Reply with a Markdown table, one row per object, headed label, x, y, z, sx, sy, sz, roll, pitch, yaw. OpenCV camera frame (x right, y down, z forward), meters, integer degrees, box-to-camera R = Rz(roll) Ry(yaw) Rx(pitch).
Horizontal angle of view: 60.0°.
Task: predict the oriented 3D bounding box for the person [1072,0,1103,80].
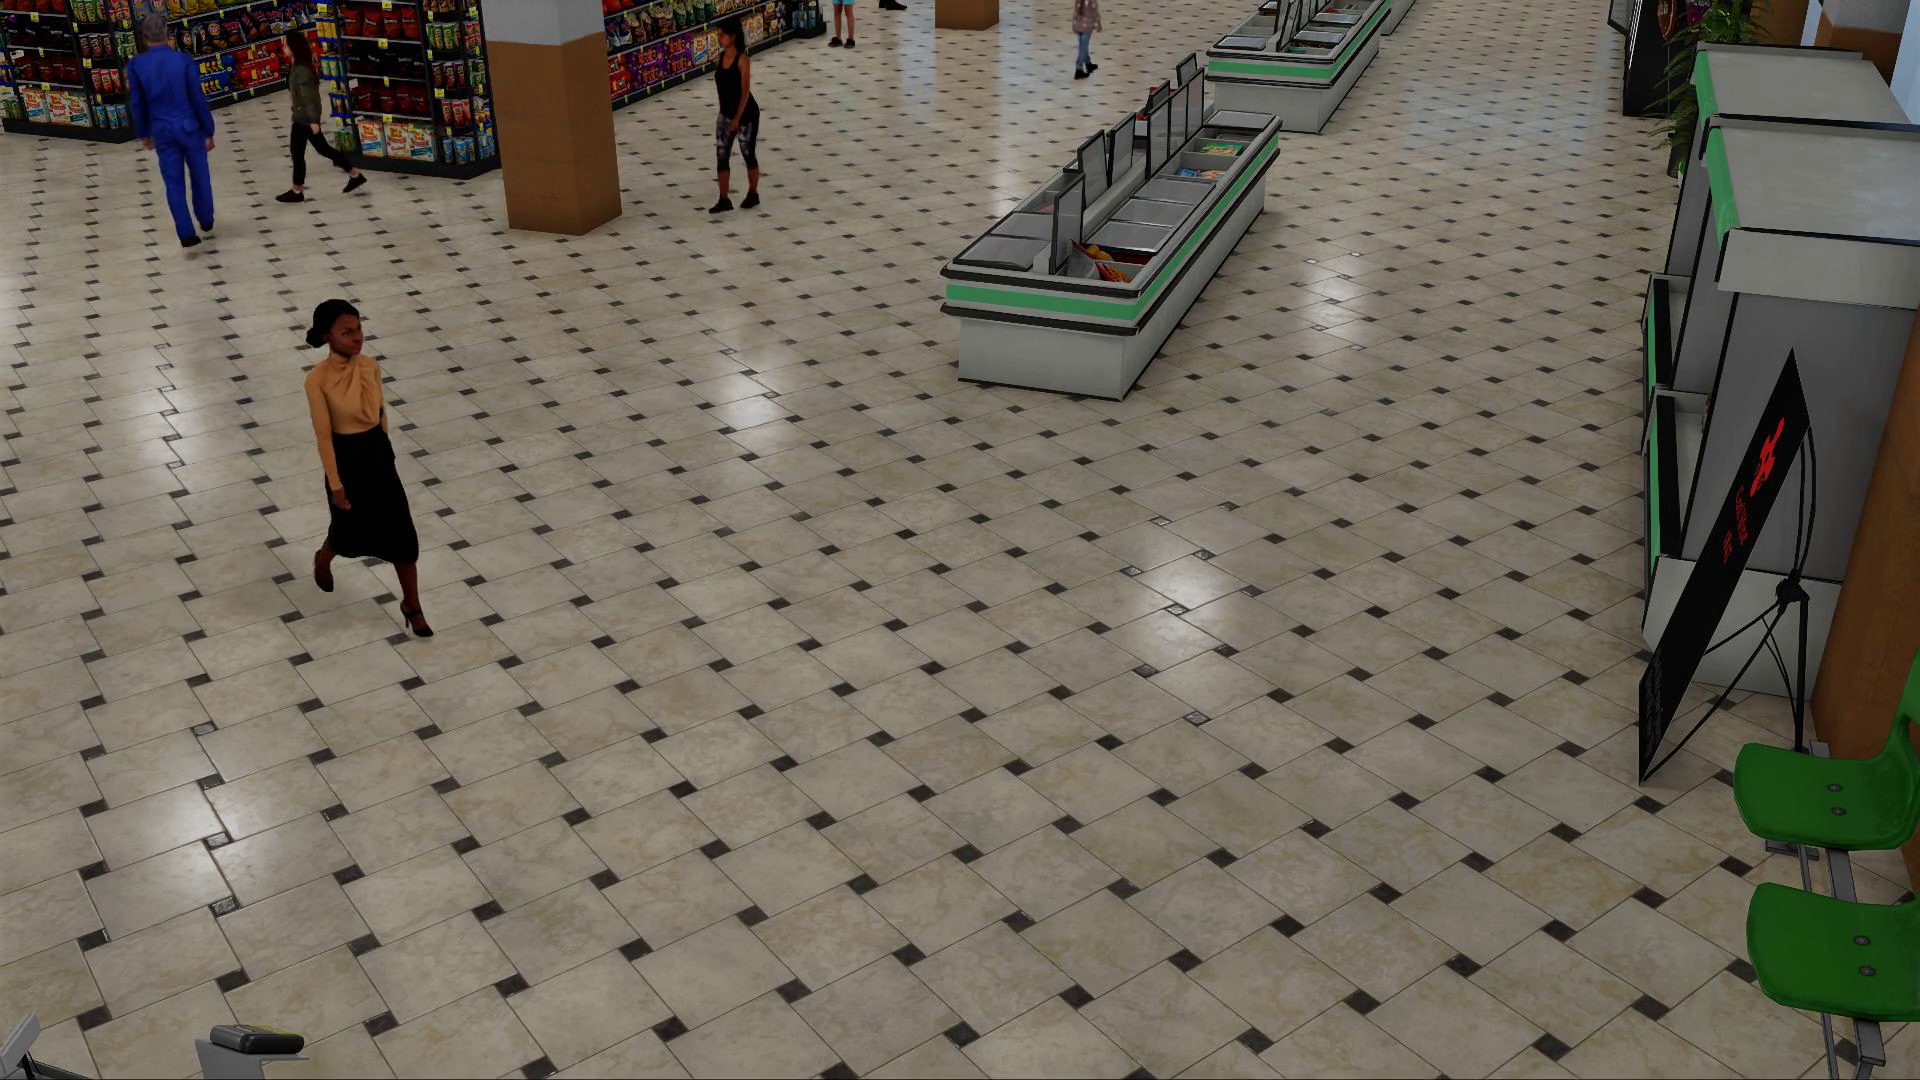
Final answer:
| label | x | y | z | sx | sy | sz | roll | pitch | yaw |
| --- | --- | --- | --- | --- | --- | --- | --- | --- | --- |
| person | 1.415 | -5.980 | 19.393 | 0.785 | 1.180 | 0.673 | -23 | 35 | -38 |

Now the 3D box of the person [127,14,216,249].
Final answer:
| label | x | y | z | sx | sy | sz | roll | pitch | yaw |
| --- | --- | --- | --- | --- | --- | --- | --- | --- | --- |
| person | -6.240 | -3.196 | 13.251 | 1.205 | 1.770 | 1.313 | -7 | 28 | -14 |

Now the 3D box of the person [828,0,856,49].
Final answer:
| label | x | y | z | sx | sy | sz | roll | pitch | yaw |
| --- | --- | --- | --- | --- | --- | --- | --- | --- | --- |
| person | -1.491 | -7.060 | 21.105 | 0.567 | 1.558 | 0.547 | 13 | 30 | 24 |

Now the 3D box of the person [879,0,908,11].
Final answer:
| label | x | y | z | sx | sy | sz | roll | pitch | yaw |
| --- | --- | --- | --- | --- | --- | --- | --- | --- | --- |
| person | -1.022 | -8.555 | 23.678 | 0.812 | 1.897 | 0.758 | -13 | 30 | -23 |

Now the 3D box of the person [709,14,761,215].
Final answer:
| label | x | y | z | sx | sy | sz | roll | pitch | yaw |
| --- | --- | --- | --- | --- | --- | --- | --- | --- | --- |
| person | -1.852 | -3.657 | 14.297 | 0.674 | 1.647 | 0.890 | 16 | 31 | 28 |

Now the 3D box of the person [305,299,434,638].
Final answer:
| label | x | y | z | sx | sy | sz | roll | pitch | yaw |
| --- | --- | --- | --- | --- | --- | --- | --- | --- | --- |
| person | -2.840 | -0.309 | 7.721 | 0.831 | 1.622 | 1.004 | 20 | 33 | 33 |

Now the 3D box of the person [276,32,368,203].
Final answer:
| label | x | y | z | sx | sy | sz | roll | pitch | yaw |
| --- | --- | --- | --- | --- | --- | --- | --- | --- | --- |
| person | -5.651 | -3.695 | 14.601 | 1.038 | 1.439 | 1.022 | -9 | 28 | -18 |
